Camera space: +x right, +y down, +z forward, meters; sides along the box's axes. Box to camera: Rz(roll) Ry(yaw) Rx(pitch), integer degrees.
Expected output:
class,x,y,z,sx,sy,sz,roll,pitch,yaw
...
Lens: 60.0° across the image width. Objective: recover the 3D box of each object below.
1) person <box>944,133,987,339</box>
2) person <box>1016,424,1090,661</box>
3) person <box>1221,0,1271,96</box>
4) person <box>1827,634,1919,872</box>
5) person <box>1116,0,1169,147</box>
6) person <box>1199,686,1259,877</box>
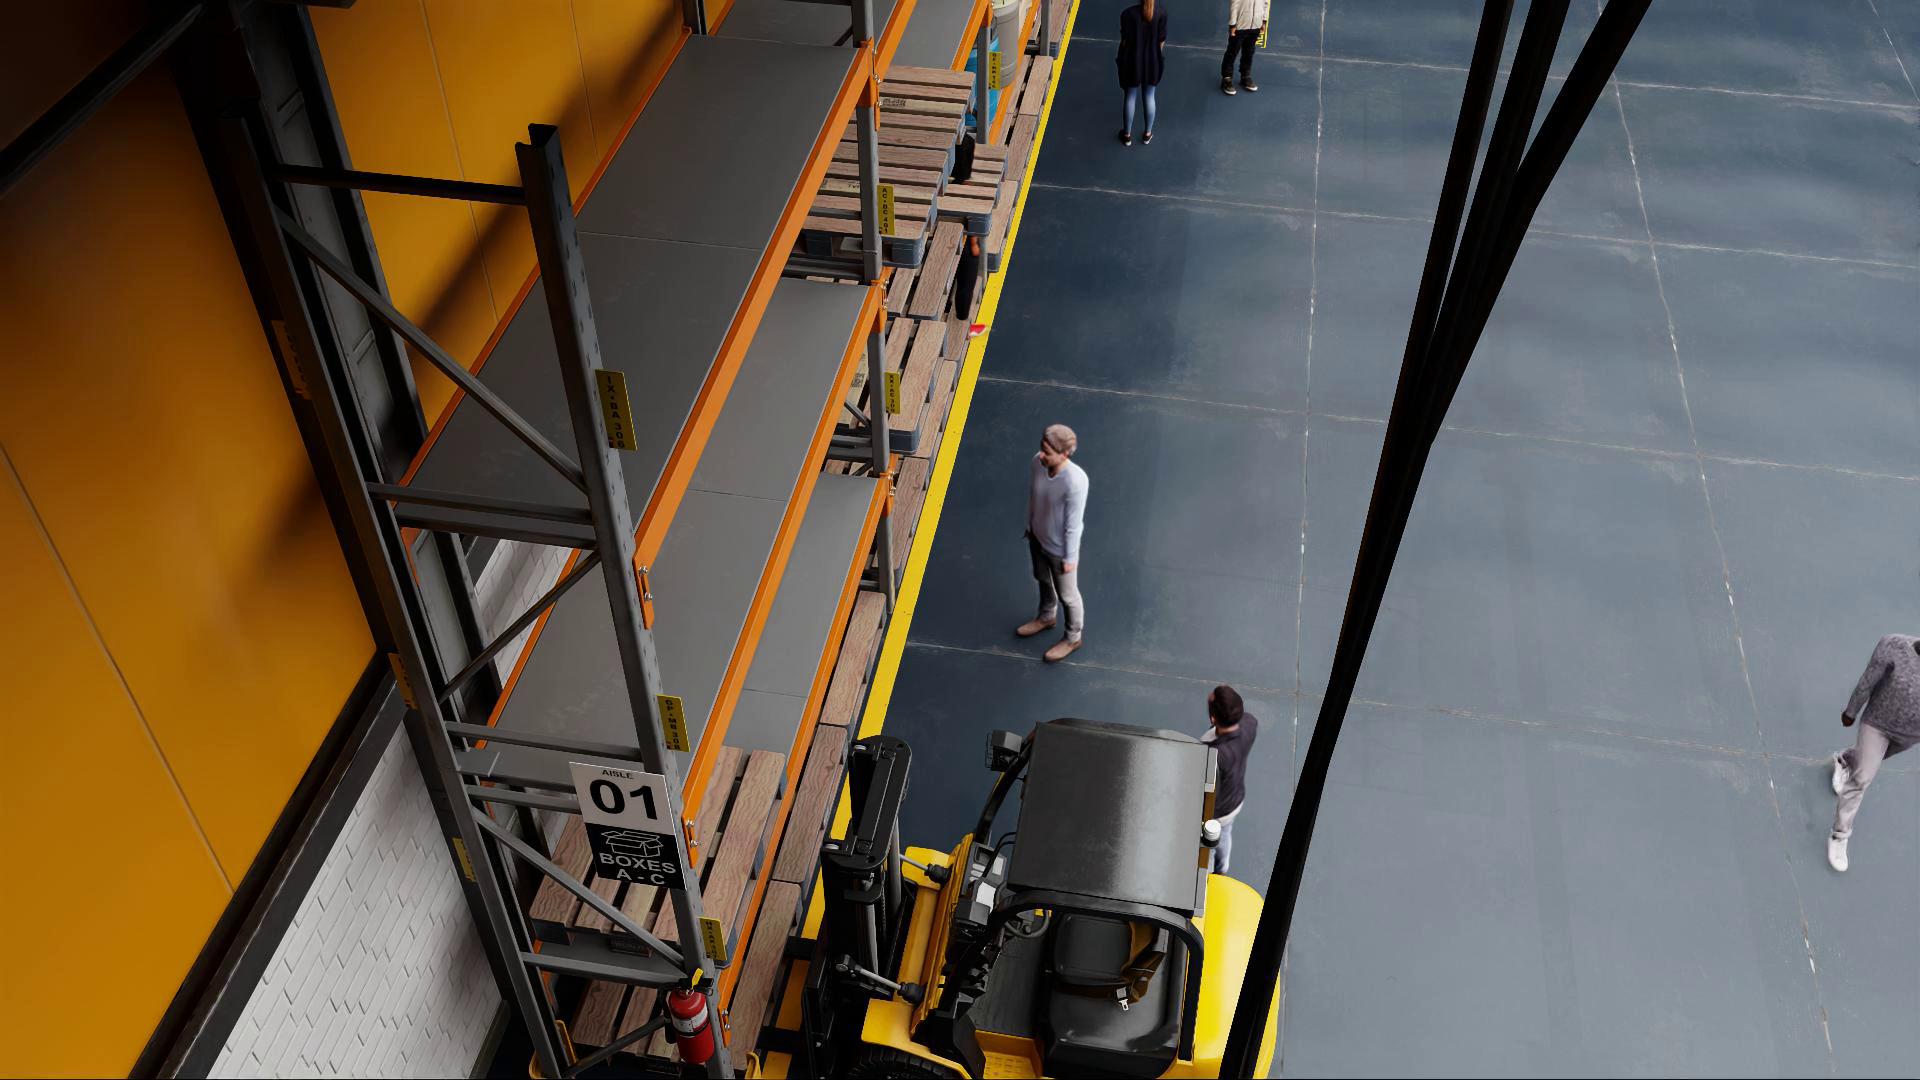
class,x,y,z,sx,sy,sz,roll,pitch,yaw
person,-0.027,-2.481,13.501,0.839,1.813,0.768,-23,48,-22
person,0.632,-0.008,10.848,0.798,1.893,0.733,-25,49,-24
person,2.849,-5.174,16.591,0.647,1.452,0.649,-14,45,-14
person,5.511,1.023,9.828,0.747,1.806,1.176,10,45,10
person,1.719,-4.534,15.750,0.671,1.684,0.623,-1,44,-1
person,1.446,1.466,9.342,0.793,1.835,0.655,27,50,26
